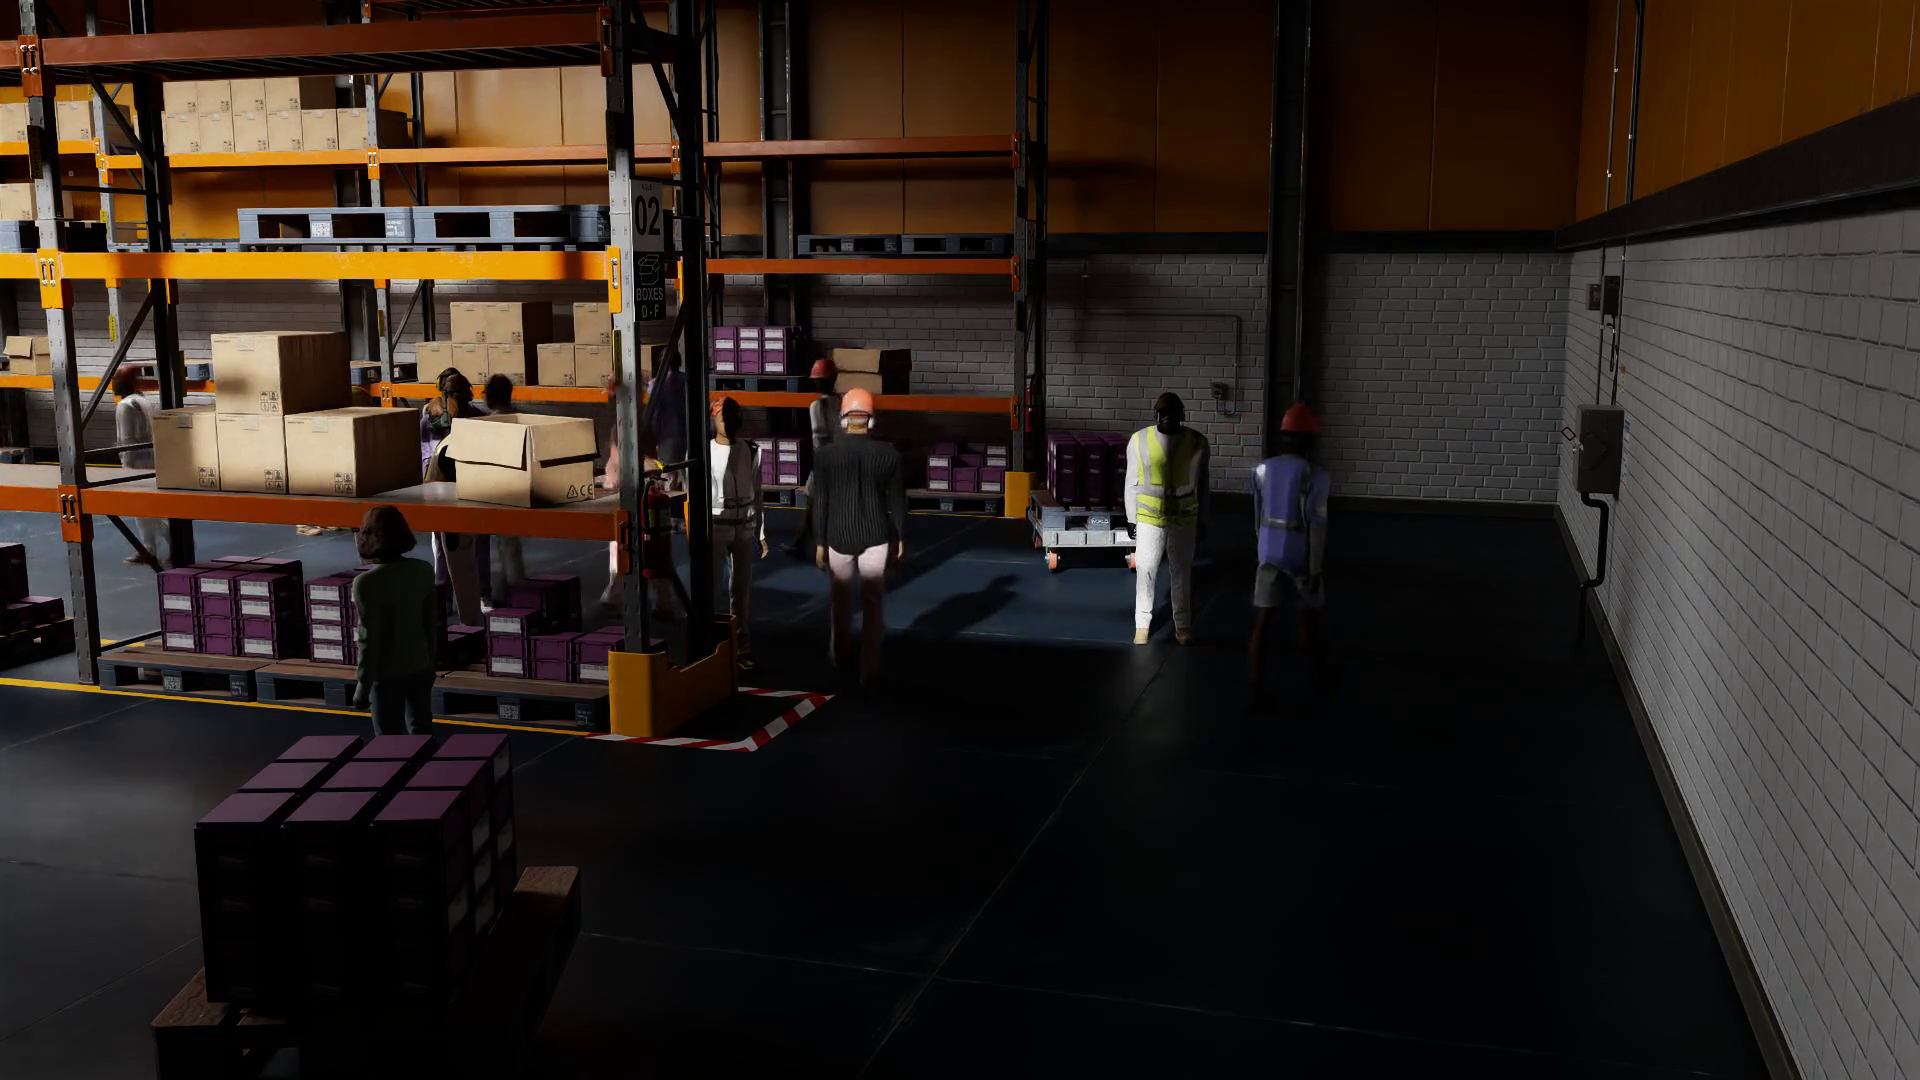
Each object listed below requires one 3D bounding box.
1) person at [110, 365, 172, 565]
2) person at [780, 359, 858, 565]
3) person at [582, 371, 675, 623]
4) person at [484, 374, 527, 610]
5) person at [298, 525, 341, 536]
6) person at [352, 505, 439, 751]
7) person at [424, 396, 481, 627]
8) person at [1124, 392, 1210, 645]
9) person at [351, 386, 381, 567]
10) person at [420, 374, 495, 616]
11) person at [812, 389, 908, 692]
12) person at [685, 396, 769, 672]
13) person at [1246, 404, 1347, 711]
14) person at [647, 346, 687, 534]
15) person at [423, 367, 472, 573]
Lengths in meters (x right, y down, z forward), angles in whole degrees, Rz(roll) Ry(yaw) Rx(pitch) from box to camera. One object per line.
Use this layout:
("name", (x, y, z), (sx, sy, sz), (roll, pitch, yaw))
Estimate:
("person", (-7.416, -0.674, 15.230), (0.623, 1.863, 0.603), (-1, 9, -8))
("person", (-1.268, -0.727, 15.459), (0.969, 1.887, 0.563), (8, 12, 41))
("person", (-2.616, -0.323, 12.797), (0.903, 1.955, 0.617), (0, 9, 1))
("person", (-3.596, -0.337, 13.024), (0.527, 1.938, 0.645), (4, 10, 22))
("person", (-6.642, -0.969, 17.082), (0.430, 1.845, 0.624), (3, 10, 20))
("person", (-2.665, 0.645, 7.872), (0.265, 1.631, 0.507), (4, 10, 24))
("person", (-3.627, -0.117, 11.933), (0.430, 1.835, 0.621), (-2, 10, -14))
("person", (1.507, -0.153, 12.102), (0.625, 1.844, 0.429), (0, 9, 0))
("person", (-4.603, -0.267, 12.819), (0.403, 1.835, 0.588), (-2, 9, -10))
("person", (-3.928, -0.351, 13.100), (0.643, 1.913, 0.410), (-3, 10, -18))
("person", (-0.663, -0.027, 11.012), (0.632, 1.941, 0.916), (-1, 9, -6))
("person", (-1.566, -0.026, 11.198), (0.585, 1.882, 0.340), (-6, 11, -34))
("person", (2.107, 0.093, 10.443), (0.567, 1.883, 0.974), (8, 12, 41))
("person", (-2.937, -1.027, 17.141), (0.633, 1.936, 0.355), (-9, 13, -43))
("person", (-4.498, -0.600, 14.762), (0.330, 1.865, 0.518), (9, 13, 44))
